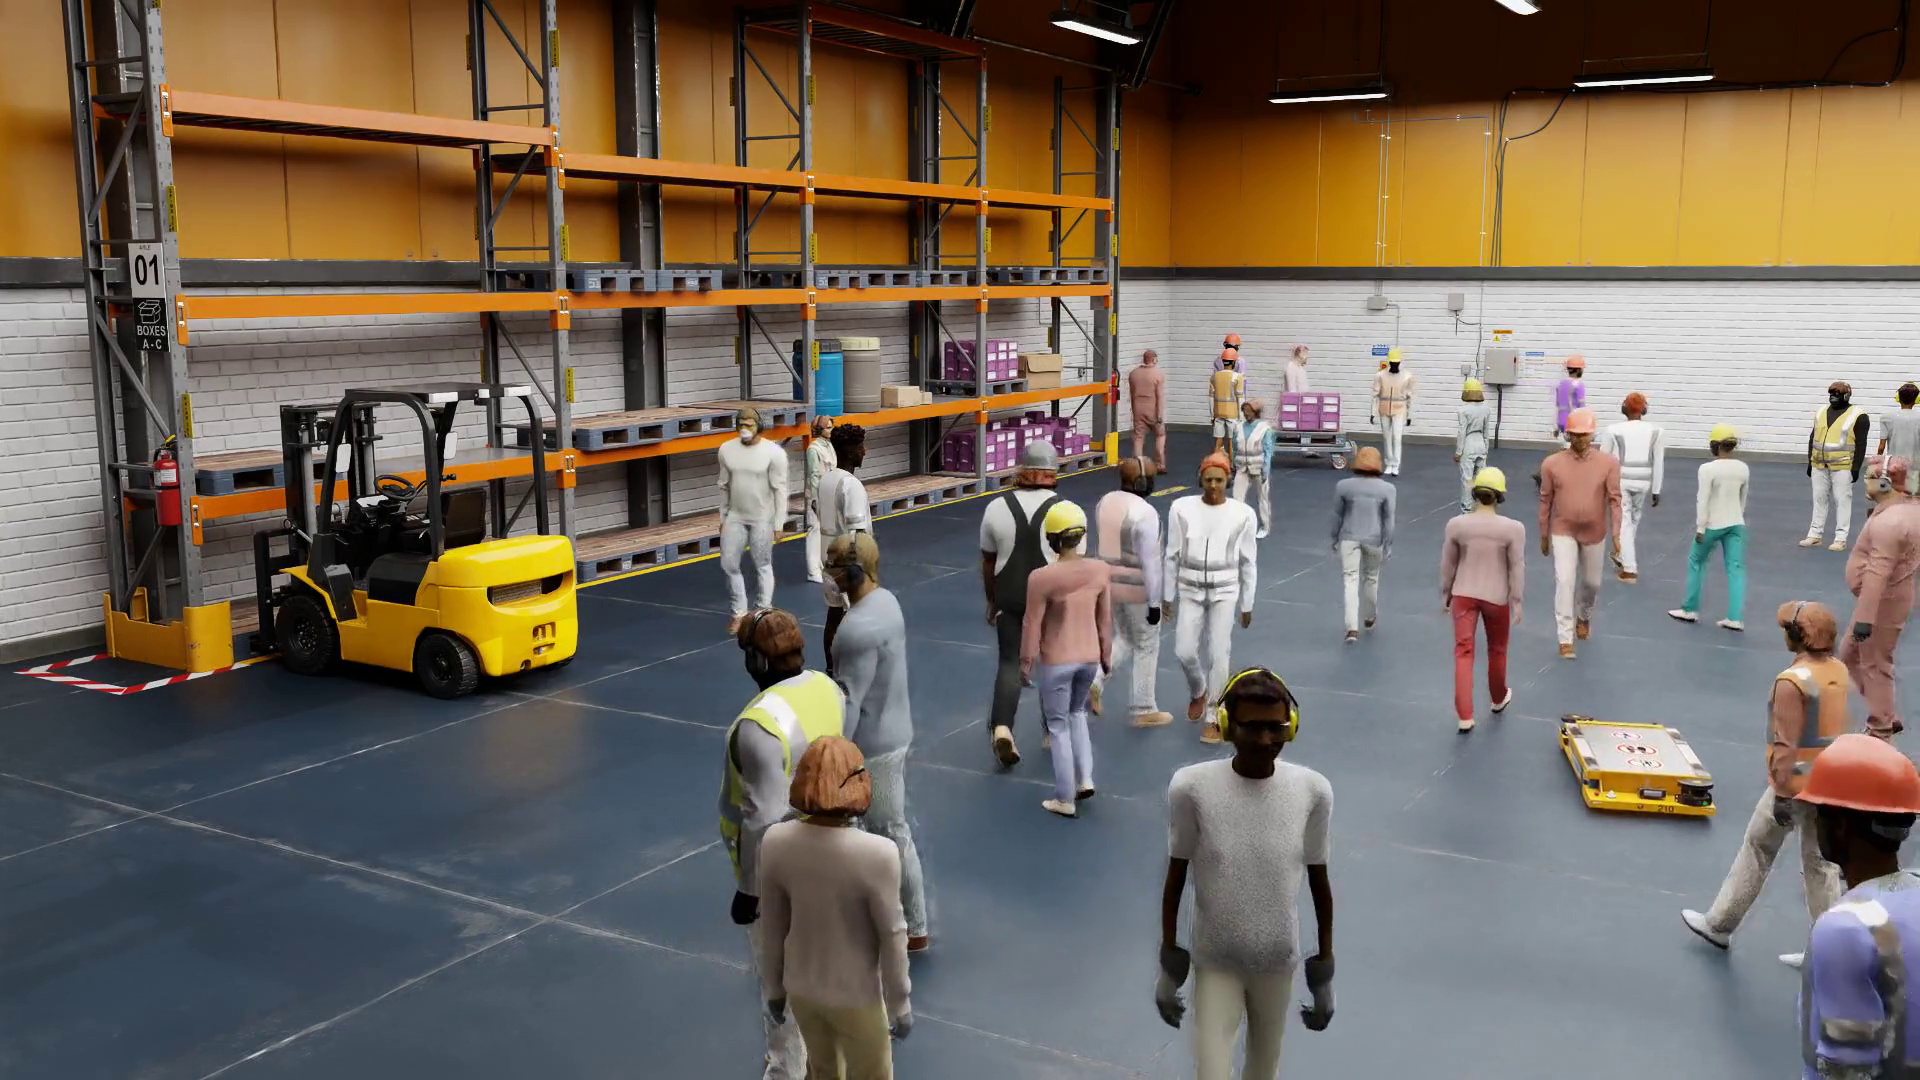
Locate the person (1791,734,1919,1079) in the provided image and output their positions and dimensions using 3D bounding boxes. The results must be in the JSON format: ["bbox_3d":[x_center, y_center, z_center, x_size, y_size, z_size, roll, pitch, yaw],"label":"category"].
[{"bbox_3d":[2.136,1.410,4.074,0.558,1.902,0.760,-6,11,-31],"label":"person"}]

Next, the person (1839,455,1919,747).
[{"bbox_3d":[5.714,0.408,10.382,0.435,1.890,0.683,7,11,36],"label":"person"}]

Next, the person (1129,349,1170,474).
[{"bbox_3d":[2.847,-1.898,24.813,0.654,1.877,0.797,6,11,34],"label":"person"}]

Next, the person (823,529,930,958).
[{"bbox_3d":[-0.514,0.904,7.239,0.846,1.906,0.628,0,9,2],"label":"person"}]

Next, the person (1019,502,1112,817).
[{"bbox_3d":[0.585,0.664,9.242,0.540,1.751,0.397,-5,10,-28],"label":"person"}]

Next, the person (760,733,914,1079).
[{"bbox_3d":[-0.409,1.393,5.078,0.510,1.618,0.574,6,11,32],"label":"person"}]

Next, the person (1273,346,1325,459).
[{"bbox_3d":[5.427,-2.254,27.176,1.027,1.846,0.652,6,11,34],"label":"person"}]

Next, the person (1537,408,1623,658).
[{"bbox_3d":[4.934,-0.085,13.273,0.622,1.968,0.915,3,10,17],"label":"person"}]

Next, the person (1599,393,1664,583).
[{"bbox_3d":[6.574,-0.536,16.439,0.596,1.834,0.970,0,9,2],"label":"person"}]

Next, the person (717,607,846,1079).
[{"bbox_3d":[-0.646,1.145,5.966,0.430,1.839,0.619,3,10,20],"label":"person"}]

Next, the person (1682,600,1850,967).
[{"bbox_3d":[3.570,1.052,7.253,0.527,1.609,0.748,-6,11,-33],"label":"person"}]

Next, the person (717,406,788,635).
[{"bbox_3d":[-1.740,-0.142,13.727,0.667,1.919,0.583,3,10,18],"label":"person"}]

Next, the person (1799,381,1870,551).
[{"bbox_3d":[9.525,-0.807,18.137,0.429,1.844,0.622,-5,11,-31],"label":"person"}]

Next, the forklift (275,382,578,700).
[{"bbox_3d":[-3.974,-0.067,12.417,2.313,2.155,1.214,5,11,30],"label":"forklift"}]

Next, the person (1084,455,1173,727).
[{"bbox_3d":[1.113,0.347,10.980,0.562,1.825,0.647,-5,10,-28],"label":"person"}]

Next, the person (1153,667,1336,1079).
[{"bbox_3d":[0.862,1.291,4.974,0.549,1.859,0.385,-1,9,-3],"label":"person"}]

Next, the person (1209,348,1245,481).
[{"bbox_3d":[3.887,-1.818,24.144,0.551,1.936,0.356,6,11,35],"label":"person"}]

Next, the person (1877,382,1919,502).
[{"bbox_3d":[9.962,-0.732,17.589,0.514,1.868,0.329,5,10,28],"label":"person"}]

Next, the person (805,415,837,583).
[{"bbox_3d":[-1.357,-0.407,16.259,0.315,1.641,0.514,2,9,14],"label":"person"}]

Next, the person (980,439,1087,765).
[{"bbox_3d":[0.441,0.353,10.272,0.689,2.000,0.933,3,10,19],"label":"person"}]

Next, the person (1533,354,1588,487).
[{"bbox_3d":[8.342,-1.602,22.916,0.918,1.911,0.542,-1,9,-9],"label":"person"}]

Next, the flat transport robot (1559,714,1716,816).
[{"bbox_3d":[3.969,1.307,9.824,0.652,0.197,1.431,2,9,13],"label":"flat transport robot"}]

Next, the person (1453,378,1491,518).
[{"bbox_3d":[6.200,-1.087,20.192,0.491,1.741,0.323,-4,10,-25],"label":"person"}]

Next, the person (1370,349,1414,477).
[{"bbox_3d":[6.396,-1.879,24.702,0.596,1.885,0.913,4,10,24],"label":"person"}]

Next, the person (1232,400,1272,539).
[{"bbox_3d":[3.252,-0.772,18.663,0.538,1.585,0.851,7,12,38],"label":"person"}]

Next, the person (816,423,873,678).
[{"bbox_3d":[-0.796,0.150,11.771,0.367,1.966,0.604,-5,11,-30],"label":"person"}]

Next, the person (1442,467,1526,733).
[{"bbox_3d":[3.498,0.372,11.092,0.548,1.724,0.852,5,10,26],"label":"person"}]

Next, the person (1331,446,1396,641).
[{"bbox_3d":[3.333,0.017,13.766,0.513,1.588,0.850,2,9,15],"label":"person"}]

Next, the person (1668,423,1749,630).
[{"bbox_3d":[6.440,-0.127,14.211,0.546,1.734,0.772,-3,9,-16],"label":"person"}]

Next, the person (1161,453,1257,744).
[{"bbox_3d":[1.611,0.360,10.731,0.614,1.876,0.476,3,10,17],"label":"person"}]

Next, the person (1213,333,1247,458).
[{"bbox_3d":[4.395,-2.326,26.980,0.605,2.045,0.378,9,13,43],"label":"person"}]
